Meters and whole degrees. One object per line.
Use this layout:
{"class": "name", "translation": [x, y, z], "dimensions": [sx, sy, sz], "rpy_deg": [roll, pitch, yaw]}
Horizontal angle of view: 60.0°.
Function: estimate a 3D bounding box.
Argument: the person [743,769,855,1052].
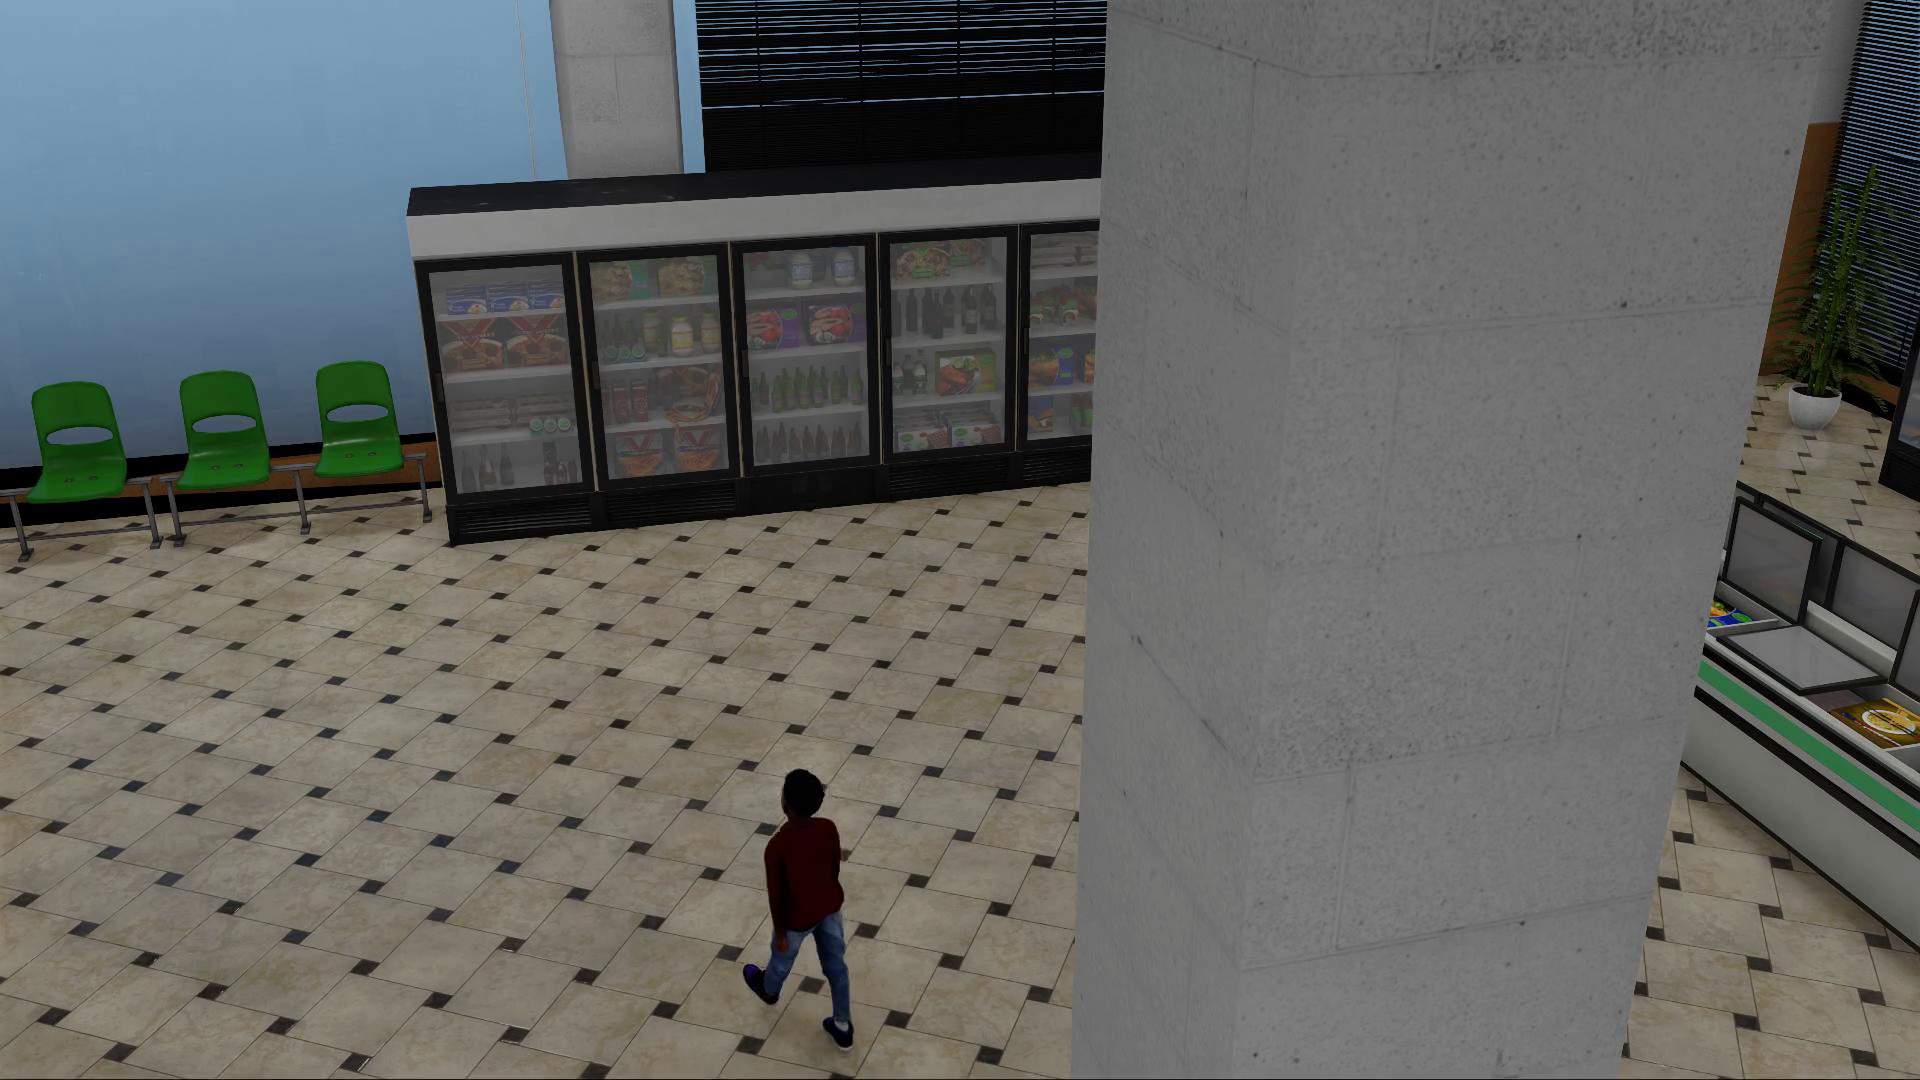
{"class": "person", "translation": [-0.572, 1.502, 6.636], "dimensions": [0.672, 1.229, 0.893], "rpy_deg": [-16, 28, -32]}
